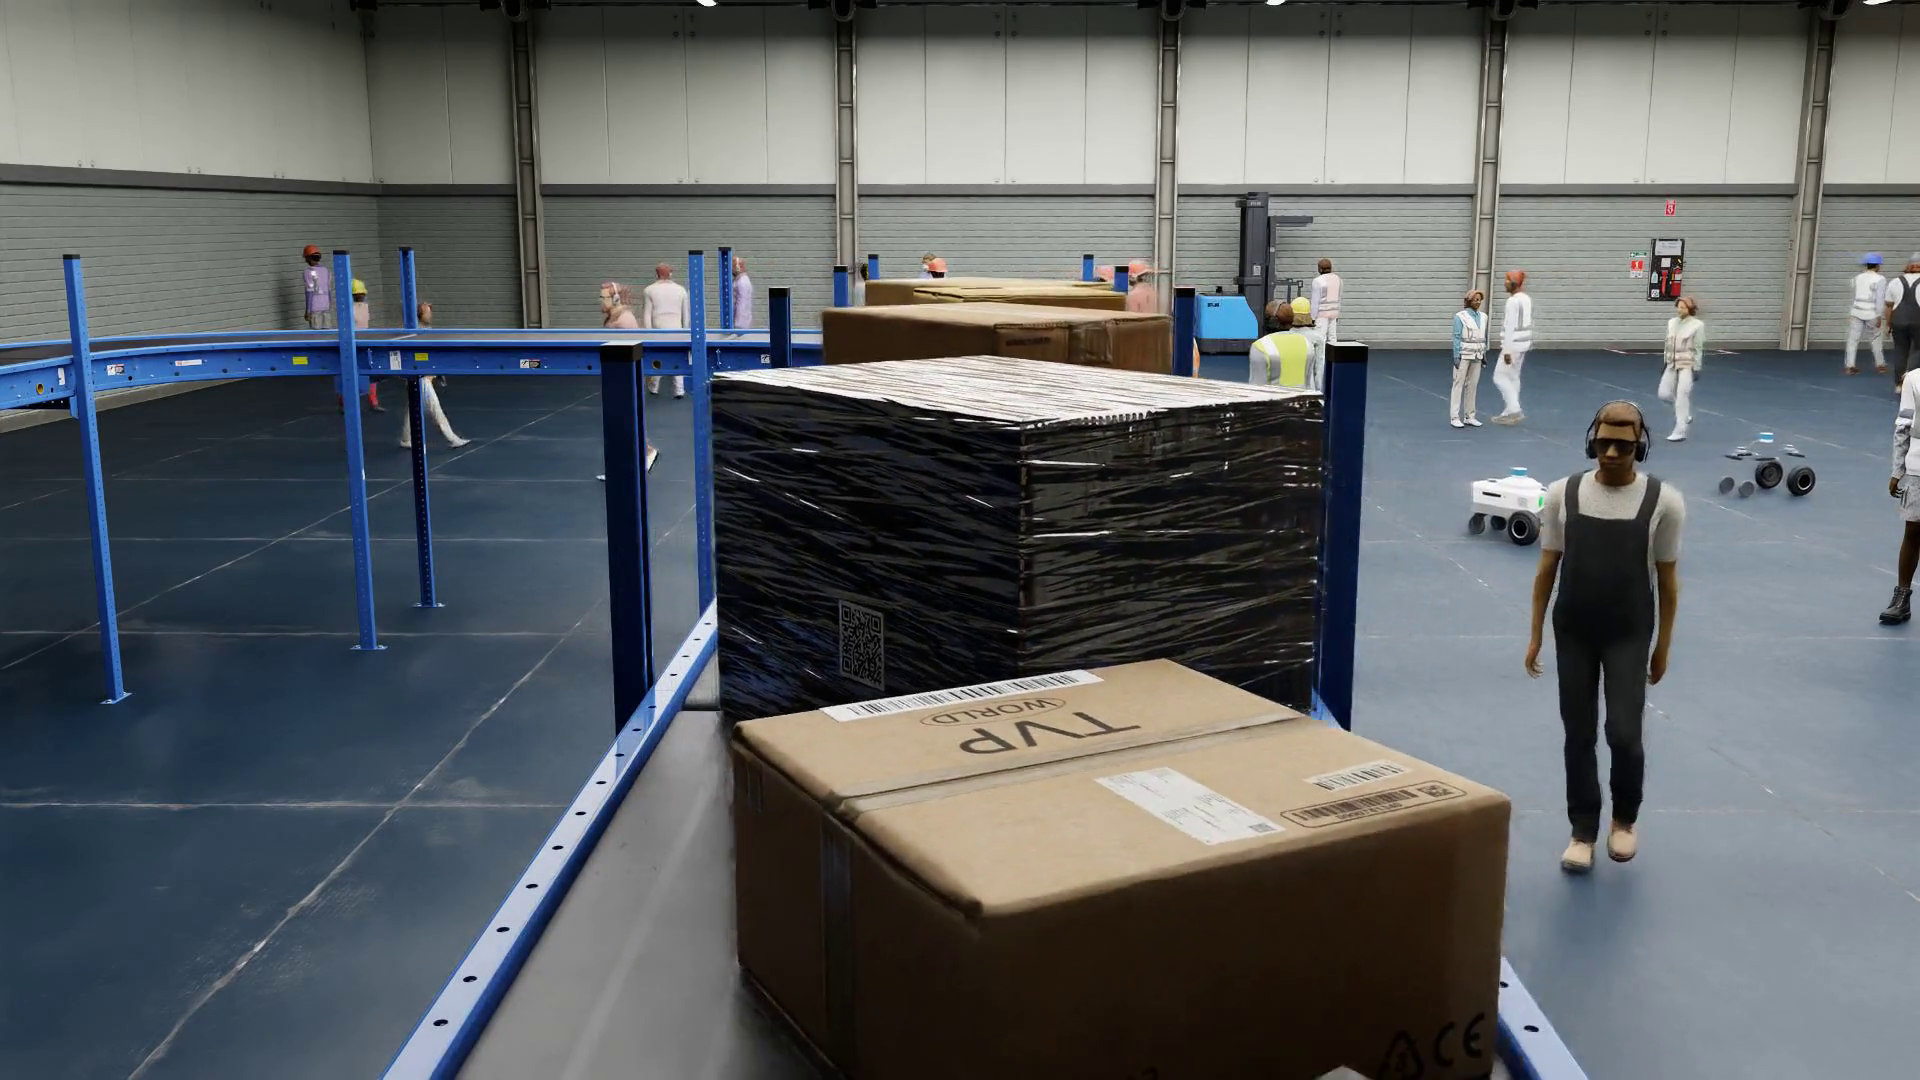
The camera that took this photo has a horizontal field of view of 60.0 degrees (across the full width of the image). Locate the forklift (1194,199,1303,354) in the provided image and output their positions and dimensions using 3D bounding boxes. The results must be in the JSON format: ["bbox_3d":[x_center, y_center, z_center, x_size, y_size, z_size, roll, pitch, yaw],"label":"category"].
[{"bbox_3d":[5.313,-4.851,30.603,1.873,2.768,1.129,0,11,1],"label":"forklift"}]

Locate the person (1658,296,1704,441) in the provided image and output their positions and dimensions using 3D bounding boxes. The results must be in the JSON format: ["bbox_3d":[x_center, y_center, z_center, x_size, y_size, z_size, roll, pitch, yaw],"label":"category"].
[{"bbox_3d":[8.129,-1.935,18.728,0.394,1.622,0.539,-4,12,-21],"label":"person"}]

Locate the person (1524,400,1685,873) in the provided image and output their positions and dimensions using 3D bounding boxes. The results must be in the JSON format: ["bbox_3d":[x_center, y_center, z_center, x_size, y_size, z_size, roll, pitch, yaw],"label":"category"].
[{"bbox_3d":[2.432,0.379,6.340,0.515,1.831,0.395,7,13,32],"label":"person"}]

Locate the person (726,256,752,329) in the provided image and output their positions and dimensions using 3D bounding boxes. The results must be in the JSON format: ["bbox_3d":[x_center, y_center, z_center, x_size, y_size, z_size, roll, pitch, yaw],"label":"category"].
[{"bbox_3d":[-3.351,-3.329,25.188,0.408,1.909,0.646,-3,11,-13],"label":"person"}]

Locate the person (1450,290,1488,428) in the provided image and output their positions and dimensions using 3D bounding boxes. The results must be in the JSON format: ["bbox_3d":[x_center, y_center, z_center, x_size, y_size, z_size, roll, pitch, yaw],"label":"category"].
[{"bbox_3d":[6.104,-2.176,19.939,0.513,1.641,0.309,-6,12,-28],"label":"person"}]

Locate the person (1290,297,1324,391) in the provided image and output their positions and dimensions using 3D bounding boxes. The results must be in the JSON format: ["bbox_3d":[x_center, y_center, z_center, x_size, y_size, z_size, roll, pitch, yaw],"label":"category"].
[{"bbox_3d":[3.222,-1.440,15.892,0.483,1.745,0.305,3,11,14],"label":"person"}]

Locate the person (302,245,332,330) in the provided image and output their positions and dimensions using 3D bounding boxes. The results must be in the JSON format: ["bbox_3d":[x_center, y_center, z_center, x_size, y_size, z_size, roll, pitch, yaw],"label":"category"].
[{"bbox_3d":[-10.565,-3.812,27.316,0.393,2.040,0.611,3,12,17],"label":"person"}]

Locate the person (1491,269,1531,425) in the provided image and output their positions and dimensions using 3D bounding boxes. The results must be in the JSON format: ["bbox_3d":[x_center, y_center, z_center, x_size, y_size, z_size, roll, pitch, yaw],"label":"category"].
[{"bbox_3d":[6.663,-2.323,20.081,0.400,1.878,0.598,9,14,39],"label":"person"}]

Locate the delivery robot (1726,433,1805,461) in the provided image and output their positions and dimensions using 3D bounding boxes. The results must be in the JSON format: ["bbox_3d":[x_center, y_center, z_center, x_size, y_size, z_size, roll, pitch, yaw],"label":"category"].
[{"bbox_3d":[7.364,-0.862,15.186,0.698,0.223,0.335,-3,11,-14],"label":"delivery robot"}]

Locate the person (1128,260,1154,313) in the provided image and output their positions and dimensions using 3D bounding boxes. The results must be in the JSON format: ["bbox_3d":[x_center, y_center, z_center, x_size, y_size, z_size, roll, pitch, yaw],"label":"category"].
[{"bbox_3d":[2.308,-2.546,21.008,0.769,1.972,0.621,8,13,34],"label":"person"}]

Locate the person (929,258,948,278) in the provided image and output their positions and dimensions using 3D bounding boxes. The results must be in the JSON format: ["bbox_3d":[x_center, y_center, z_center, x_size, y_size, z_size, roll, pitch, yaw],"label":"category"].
[{"bbox_3d":[-0.312,-2.915,22.972,0.550,1.935,0.375,-10,15,-43],"label":"person"}]

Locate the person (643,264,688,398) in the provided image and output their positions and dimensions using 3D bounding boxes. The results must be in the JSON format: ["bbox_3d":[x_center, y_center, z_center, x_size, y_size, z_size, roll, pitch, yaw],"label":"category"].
[{"bbox_3d":[-4.109,-2.918,23.214,0.670,1.852,1.017,-5,12,-23],"label":"person"}]

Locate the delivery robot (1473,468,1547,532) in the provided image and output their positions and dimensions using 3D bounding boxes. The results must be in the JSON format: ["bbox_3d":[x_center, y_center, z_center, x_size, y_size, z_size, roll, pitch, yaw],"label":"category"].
[{"bbox_3d":[4.396,-0.327,13.103,0.477,0.478,0.707,-7,13,-32],"label":"delivery robot"}]

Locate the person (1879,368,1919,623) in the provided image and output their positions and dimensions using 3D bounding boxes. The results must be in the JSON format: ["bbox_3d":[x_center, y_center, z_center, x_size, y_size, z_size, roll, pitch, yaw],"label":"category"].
[{"bbox_3d":[5.977,-0.417,10.144,0.552,1.931,0.369,10,15,41],"label":"person"}]

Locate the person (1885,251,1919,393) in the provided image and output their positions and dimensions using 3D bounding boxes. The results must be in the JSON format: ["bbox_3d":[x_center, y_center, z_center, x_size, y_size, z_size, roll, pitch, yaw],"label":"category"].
[{"bbox_3d":[13.498,-3.067,23.595,0.605,2.000,0.699,-10,15,-41],"label":"person"}]

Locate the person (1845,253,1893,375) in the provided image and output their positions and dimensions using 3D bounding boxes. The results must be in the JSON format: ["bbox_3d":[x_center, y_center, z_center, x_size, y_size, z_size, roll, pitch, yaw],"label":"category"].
[{"bbox_3d":[14.550,-3.594,26.510,0.851,1.912,0.641,-4,12,-22],"label":"person"}]

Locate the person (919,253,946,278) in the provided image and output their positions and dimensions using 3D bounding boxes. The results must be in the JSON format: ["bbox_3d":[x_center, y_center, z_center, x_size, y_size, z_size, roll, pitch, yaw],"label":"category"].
[{"bbox_3d":[-0.445,-3.638,26.728,0.381,1.930,0.627,-10,15,-41],"label":"person"}]

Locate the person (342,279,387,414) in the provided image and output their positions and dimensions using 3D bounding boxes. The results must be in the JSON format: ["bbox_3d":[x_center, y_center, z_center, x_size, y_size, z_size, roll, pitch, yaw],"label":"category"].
[{"bbox_3d":[-7.633,-2.441,21.085,0.690,1.714,0.528,4,12,18],"label":"person"}]

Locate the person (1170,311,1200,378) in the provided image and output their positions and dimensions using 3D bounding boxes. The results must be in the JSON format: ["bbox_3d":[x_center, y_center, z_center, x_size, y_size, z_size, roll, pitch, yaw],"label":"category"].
[{"bbox_3d":[2.104,-1.407,15.841,0.320,1.698,0.531,6,13,30],"label":"person"}]

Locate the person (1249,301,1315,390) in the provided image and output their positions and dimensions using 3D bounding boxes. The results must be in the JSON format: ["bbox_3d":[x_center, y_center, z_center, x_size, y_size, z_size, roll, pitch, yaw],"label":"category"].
[{"bbox_3d":[2.522,-0.982,13.305,0.638,1.839,0.429,-7,13,-31],"label":"person"}]

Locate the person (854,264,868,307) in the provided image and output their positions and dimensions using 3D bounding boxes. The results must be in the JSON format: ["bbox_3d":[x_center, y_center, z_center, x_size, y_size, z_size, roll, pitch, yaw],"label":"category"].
[{"bbox_3d":[-1.343,-3.186,24.681,1.001,1.813,0.568,-5,12,-24],"label":"person"}]

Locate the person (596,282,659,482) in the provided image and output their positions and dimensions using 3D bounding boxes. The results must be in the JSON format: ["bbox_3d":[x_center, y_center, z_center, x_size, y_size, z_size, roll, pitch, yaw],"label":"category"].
[{"bbox_3d":[-3.216,-1.495,15.783,0.476,1.892,0.677,-5,12,-24],"label":"person"}]

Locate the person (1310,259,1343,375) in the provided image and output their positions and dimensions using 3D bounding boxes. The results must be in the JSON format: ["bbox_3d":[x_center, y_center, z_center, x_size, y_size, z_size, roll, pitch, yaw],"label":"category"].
[{"bbox_3d":[5.798,-3.554,26.515,0.622,1.840,0.430,-7,13,-33],"label":"person"}]

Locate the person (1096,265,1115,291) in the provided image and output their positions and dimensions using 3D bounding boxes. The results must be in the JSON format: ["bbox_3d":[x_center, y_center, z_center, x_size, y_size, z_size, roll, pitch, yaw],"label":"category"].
[{"bbox_3d":[1.563,-2.092,18.657,0.595,1.970,0.615,-4,12,-21],"label":"person"}]

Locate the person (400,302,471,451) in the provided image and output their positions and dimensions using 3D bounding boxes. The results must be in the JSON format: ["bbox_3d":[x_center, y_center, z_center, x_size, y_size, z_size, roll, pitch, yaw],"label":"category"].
[{"bbox_3d":[-5.689,-1.748,17.837,0.848,1.586,0.538,1,11,5],"label":"person"}]
